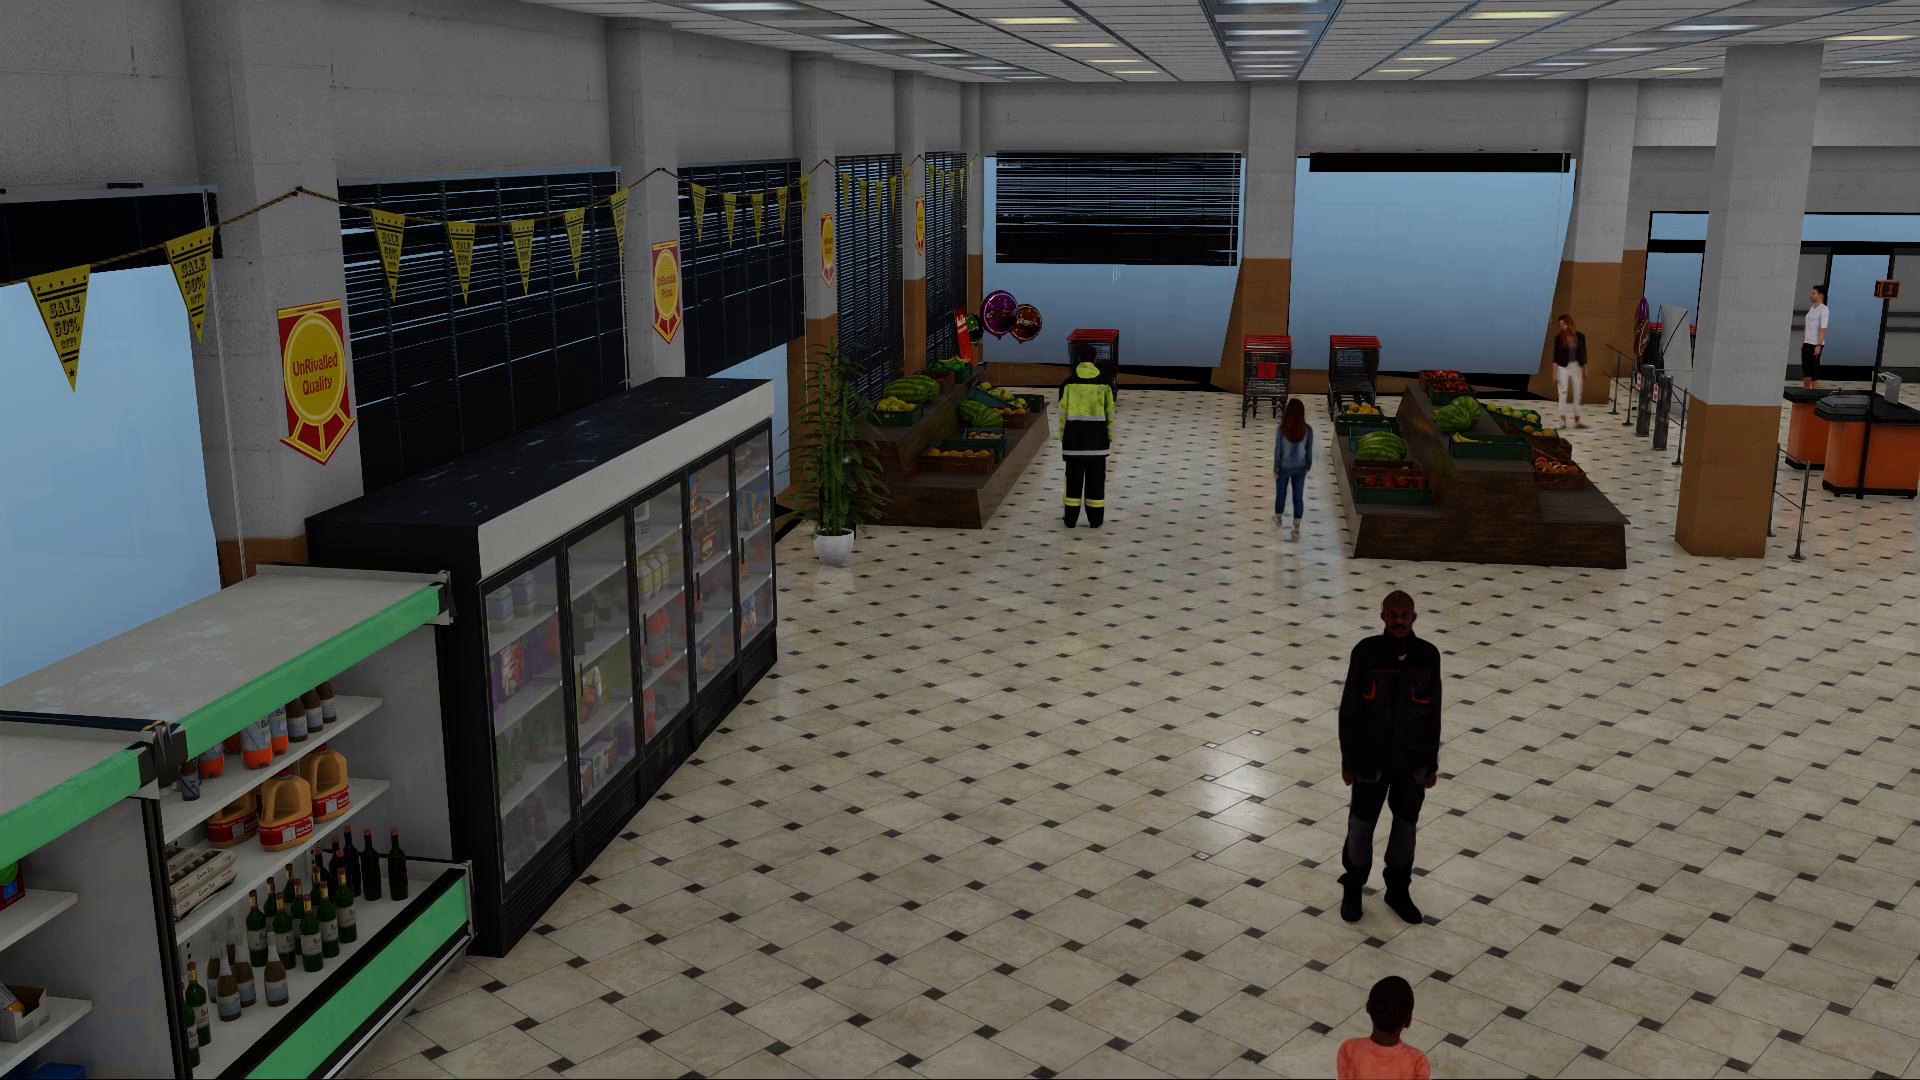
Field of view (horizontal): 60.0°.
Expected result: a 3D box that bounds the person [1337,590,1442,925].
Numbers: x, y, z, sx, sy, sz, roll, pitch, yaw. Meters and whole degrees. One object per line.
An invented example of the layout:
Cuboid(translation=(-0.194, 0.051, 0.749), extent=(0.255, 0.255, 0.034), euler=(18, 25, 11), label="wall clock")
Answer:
Cuboid(translation=(2.318, 1.143, 8.965), extent=(0.738, 1.824, 0.649), euler=(0, 14, 1), label="person")

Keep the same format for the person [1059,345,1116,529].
Cuboid(translation=(1.356, -1.126, 17.993), extent=(0.794, 1.979, 0.684), euler=(0, 14, 2), label="person")

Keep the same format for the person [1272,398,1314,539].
Cuboid(translation=(3.511, -0.725, 17.477), extent=(0.702, 1.443, 1.026), euler=(0, 14, 0), label="person")

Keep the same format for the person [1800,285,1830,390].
Cuboid(translation=(13.639, -3.141, 26.574), extent=(0.776, 1.851, 0.549), euler=(0, 14, 0), label="person")

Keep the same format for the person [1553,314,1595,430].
Cuboid(translation=(8.822, -2.411, 23.950), extent=(0.791, 1.669, 0.606), euler=(0, 14, 0), label="person")

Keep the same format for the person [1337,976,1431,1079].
Cuboid(translation=(1.463, 2.169, 5.846), extent=(0.563, 1.301, 0.626), euler=(7, 15, 27), label="person")
